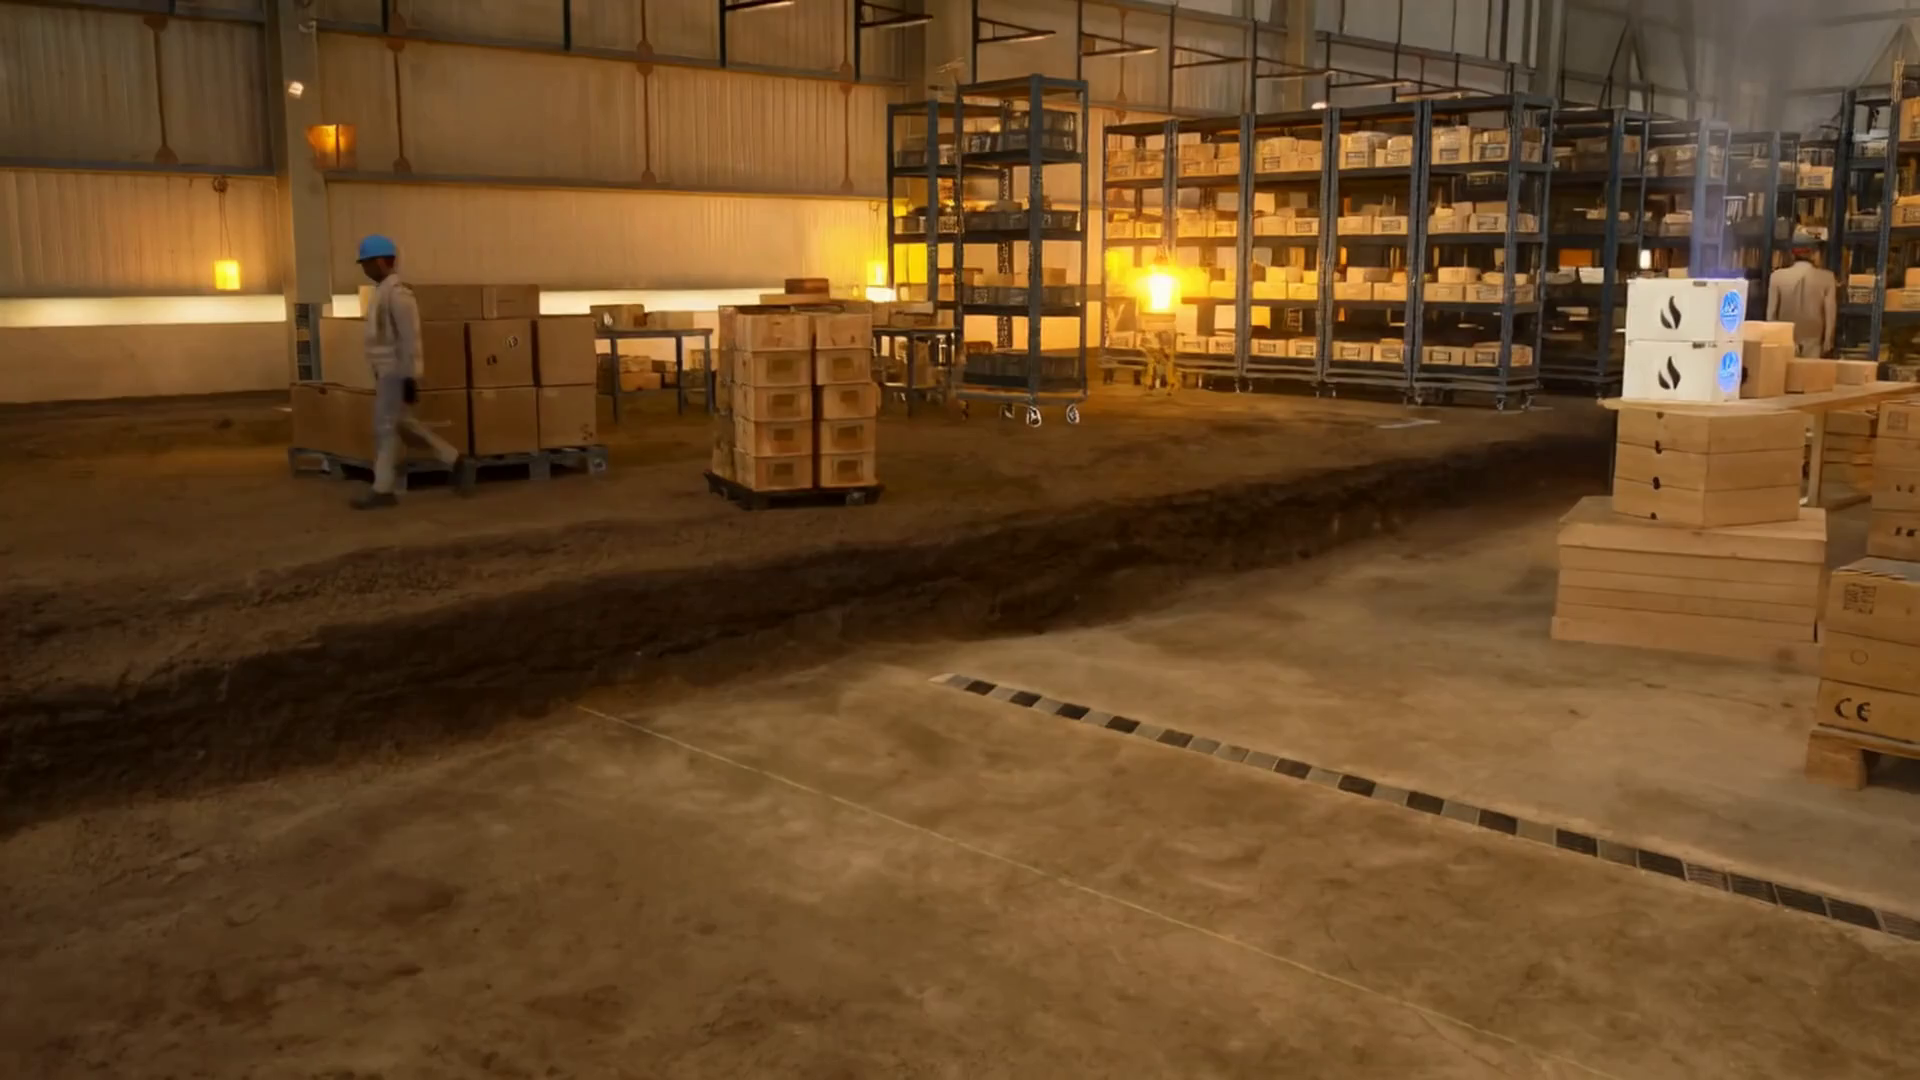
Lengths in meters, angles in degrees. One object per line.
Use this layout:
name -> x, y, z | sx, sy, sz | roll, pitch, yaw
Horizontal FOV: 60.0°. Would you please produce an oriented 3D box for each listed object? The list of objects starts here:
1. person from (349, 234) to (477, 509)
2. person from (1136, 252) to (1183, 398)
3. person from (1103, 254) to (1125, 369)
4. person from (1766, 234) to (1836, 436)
person -> -3.876, -1.187, 11.688 | 0.858, 1.910, 0.618 | -6, 11, -31
person -> 2.503, -2.696, 20.955 | 0.600, 1.834, 0.404 | -1, 9, -5
person -> 2.456, -3.660, 26.725 | 0.376, 1.844, 0.573 | 0, 9, -2
person -> 8.279, -2.015, 16.414 | 0.611, 1.985, 0.393 | 5, 11, 27
